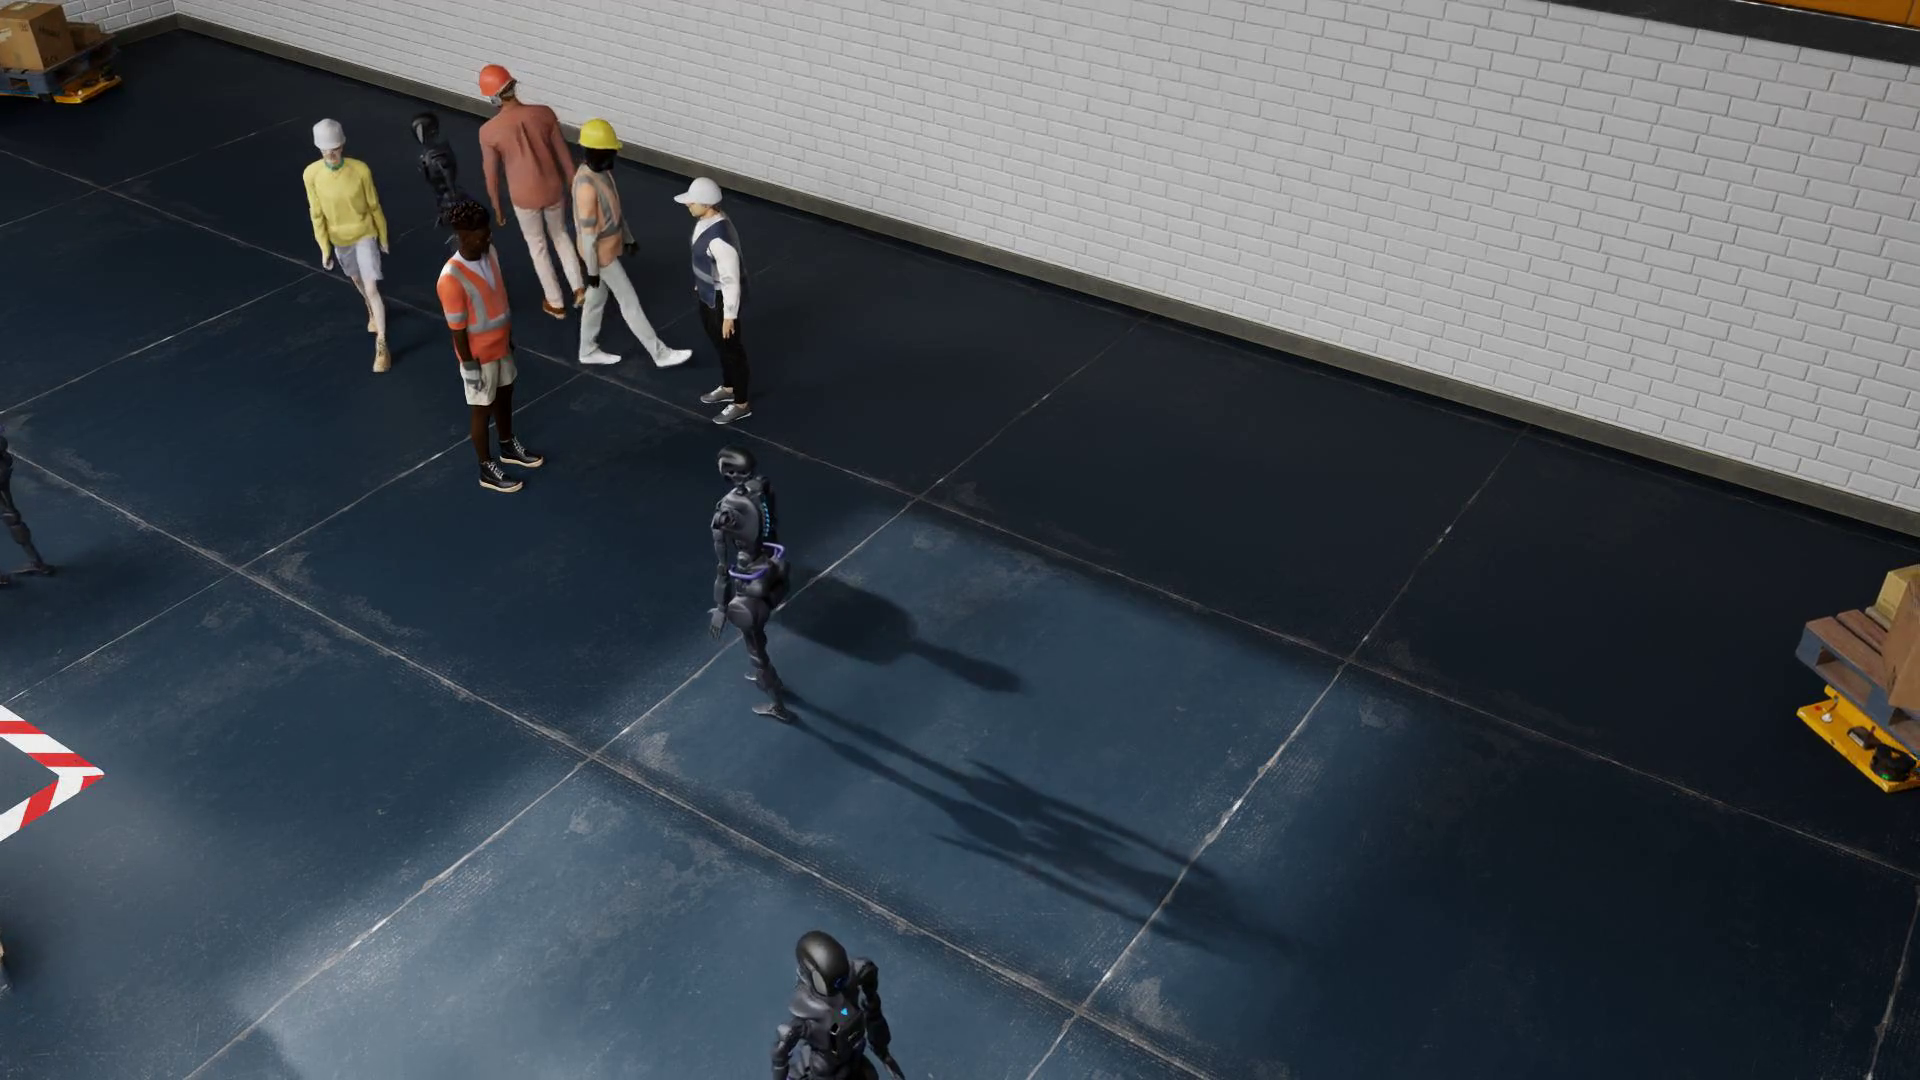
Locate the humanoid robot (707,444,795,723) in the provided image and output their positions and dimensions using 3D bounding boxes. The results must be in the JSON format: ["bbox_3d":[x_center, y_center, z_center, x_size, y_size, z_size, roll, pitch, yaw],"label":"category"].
[{"bbox_3d":[-1.089,0.241,8.697,0.422,1.645,0.603,16,38,22],"label":"humanoid robot"}]

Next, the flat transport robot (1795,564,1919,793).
[{"bbox_3d":[5.318,0.934,8.928,1.431,0.231,0.659,-11,37,-16],"label":"flat transport robot"}]

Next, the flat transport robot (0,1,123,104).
[{"bbox_3d":[-9.408,-4.696,16.974,1.431,0.231,0.659,7,36,10],"label":"flat transport robot"}]

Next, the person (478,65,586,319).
[{"bbox_3d":[-3.216,-2.593,12.511,0.658,1.946,0.609,-21,40,-27],"label":"person"}]

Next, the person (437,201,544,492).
[{"bbox_3d":[-3.006,-1.234,10.559,0.374,1.958,0.606,8,36,11],"label":"person"}]

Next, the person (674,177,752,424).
[{"bbox_3d":[-1.643,-1.630,11.293,0.447,1.756,0.772,-12,37,-17],"label":"person"}]

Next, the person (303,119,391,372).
[{"bbox_3d":[-4.412,-2.236,12.096,0.478,1.846,0.944,-6,35,-8],"label":"person"}]

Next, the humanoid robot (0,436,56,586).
[{"bbox_3d":[-5.757,-0.442,9.666,0.441,1.643,0.613,0,35,0],"label":"humanoid robot"}]

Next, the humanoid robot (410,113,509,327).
[{"bbox_3d":[-3.802,-2.428,12.524,0.638,1.626,0.597,-20,39,-26],"label":"humanoid robot"}]

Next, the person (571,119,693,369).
[{"bbox_3d":[-2.413,-2.076,11.821,0.869,1.882,0.596,-3,35,-4],"label":"person"}]

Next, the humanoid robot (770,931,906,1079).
[{"bbox_3d":[-0.513,2.007,6.204,0.729,1.638,0.603,25,42,31],"label":"humanoid robot"}]
